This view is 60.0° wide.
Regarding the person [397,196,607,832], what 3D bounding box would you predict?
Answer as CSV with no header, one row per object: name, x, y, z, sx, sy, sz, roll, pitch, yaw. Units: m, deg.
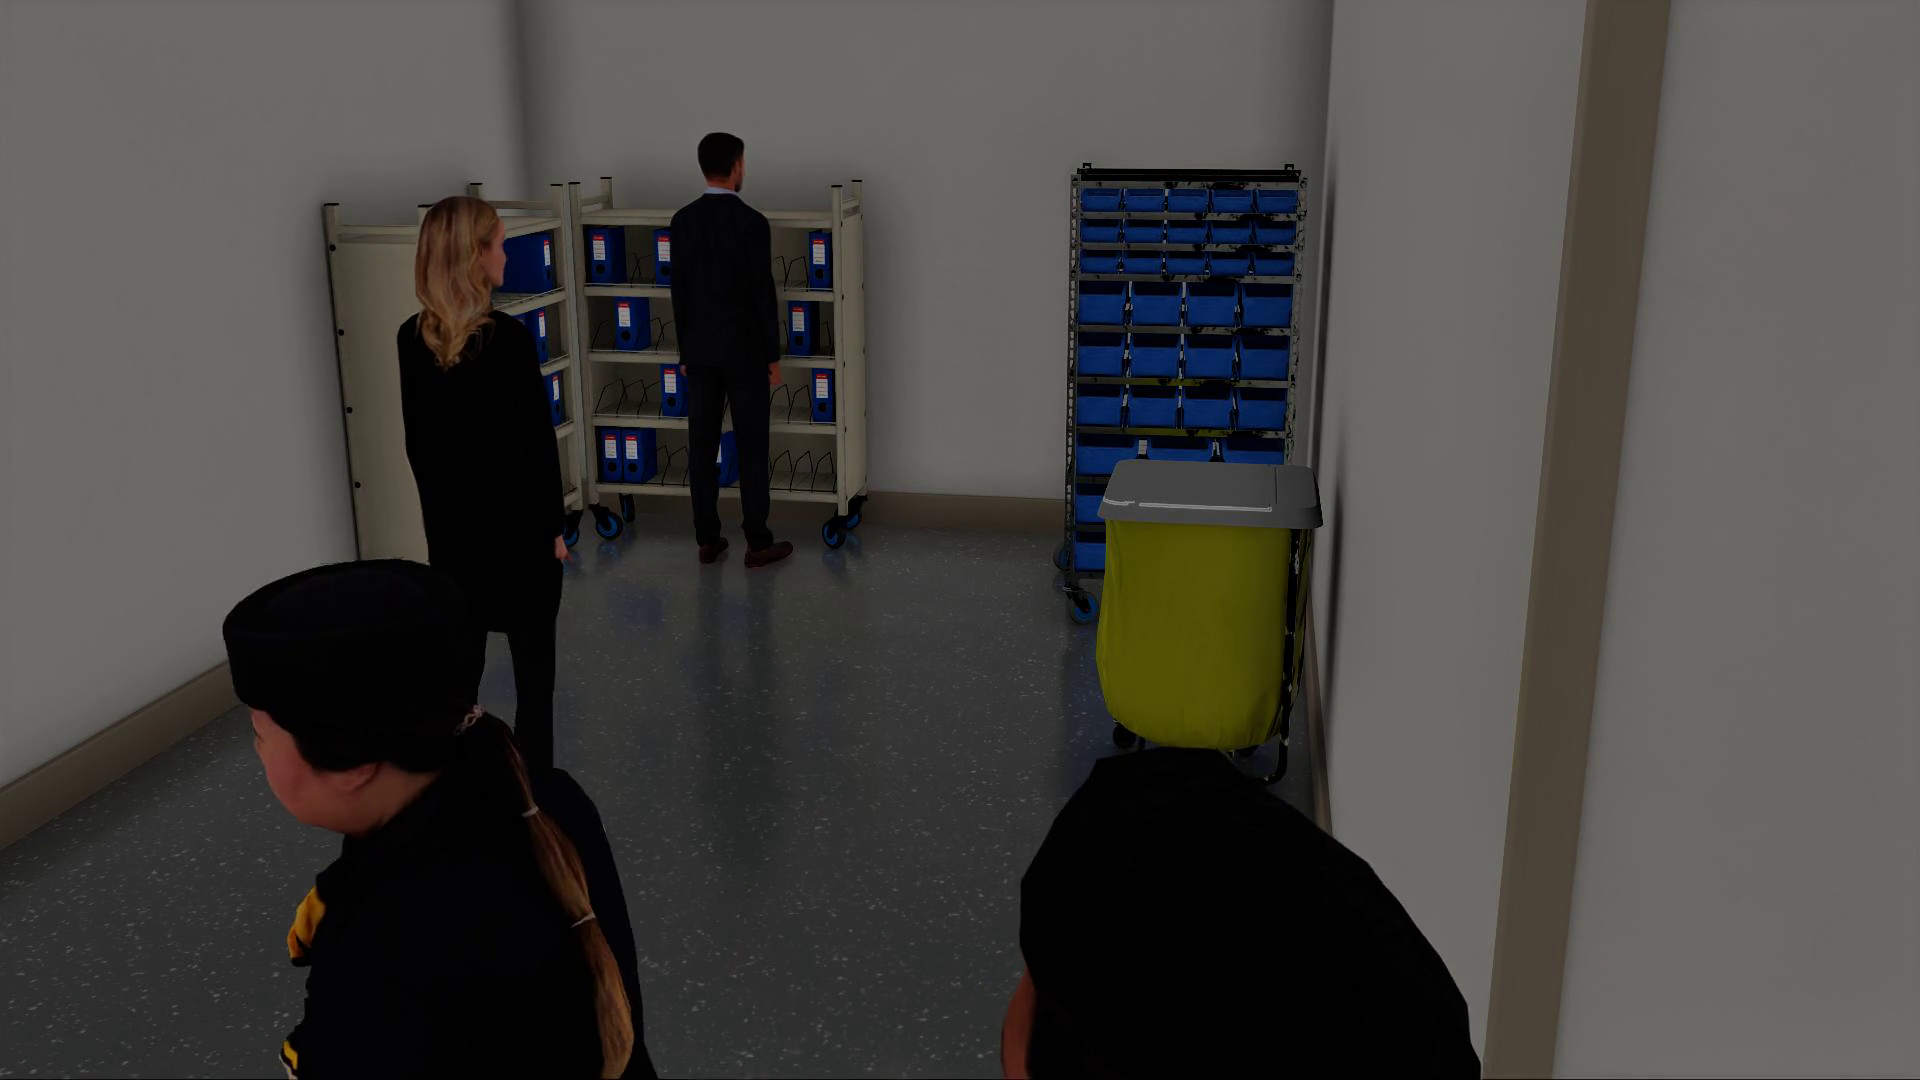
person,-1.258,0.004,4.428,0.539,1.803,0.713,7,17,23

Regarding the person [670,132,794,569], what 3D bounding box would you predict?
person,-1.010,-0.815,7.224,0.560,1.862,0.722,5,16,17

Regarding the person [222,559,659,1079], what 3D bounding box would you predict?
person,-0.332,0.857,1.774,1.185,1.601,0.729,3,16,10

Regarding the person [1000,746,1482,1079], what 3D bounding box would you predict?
person,0.168,0.978,0.962,0.671,1.809,0.739,6,17,21
